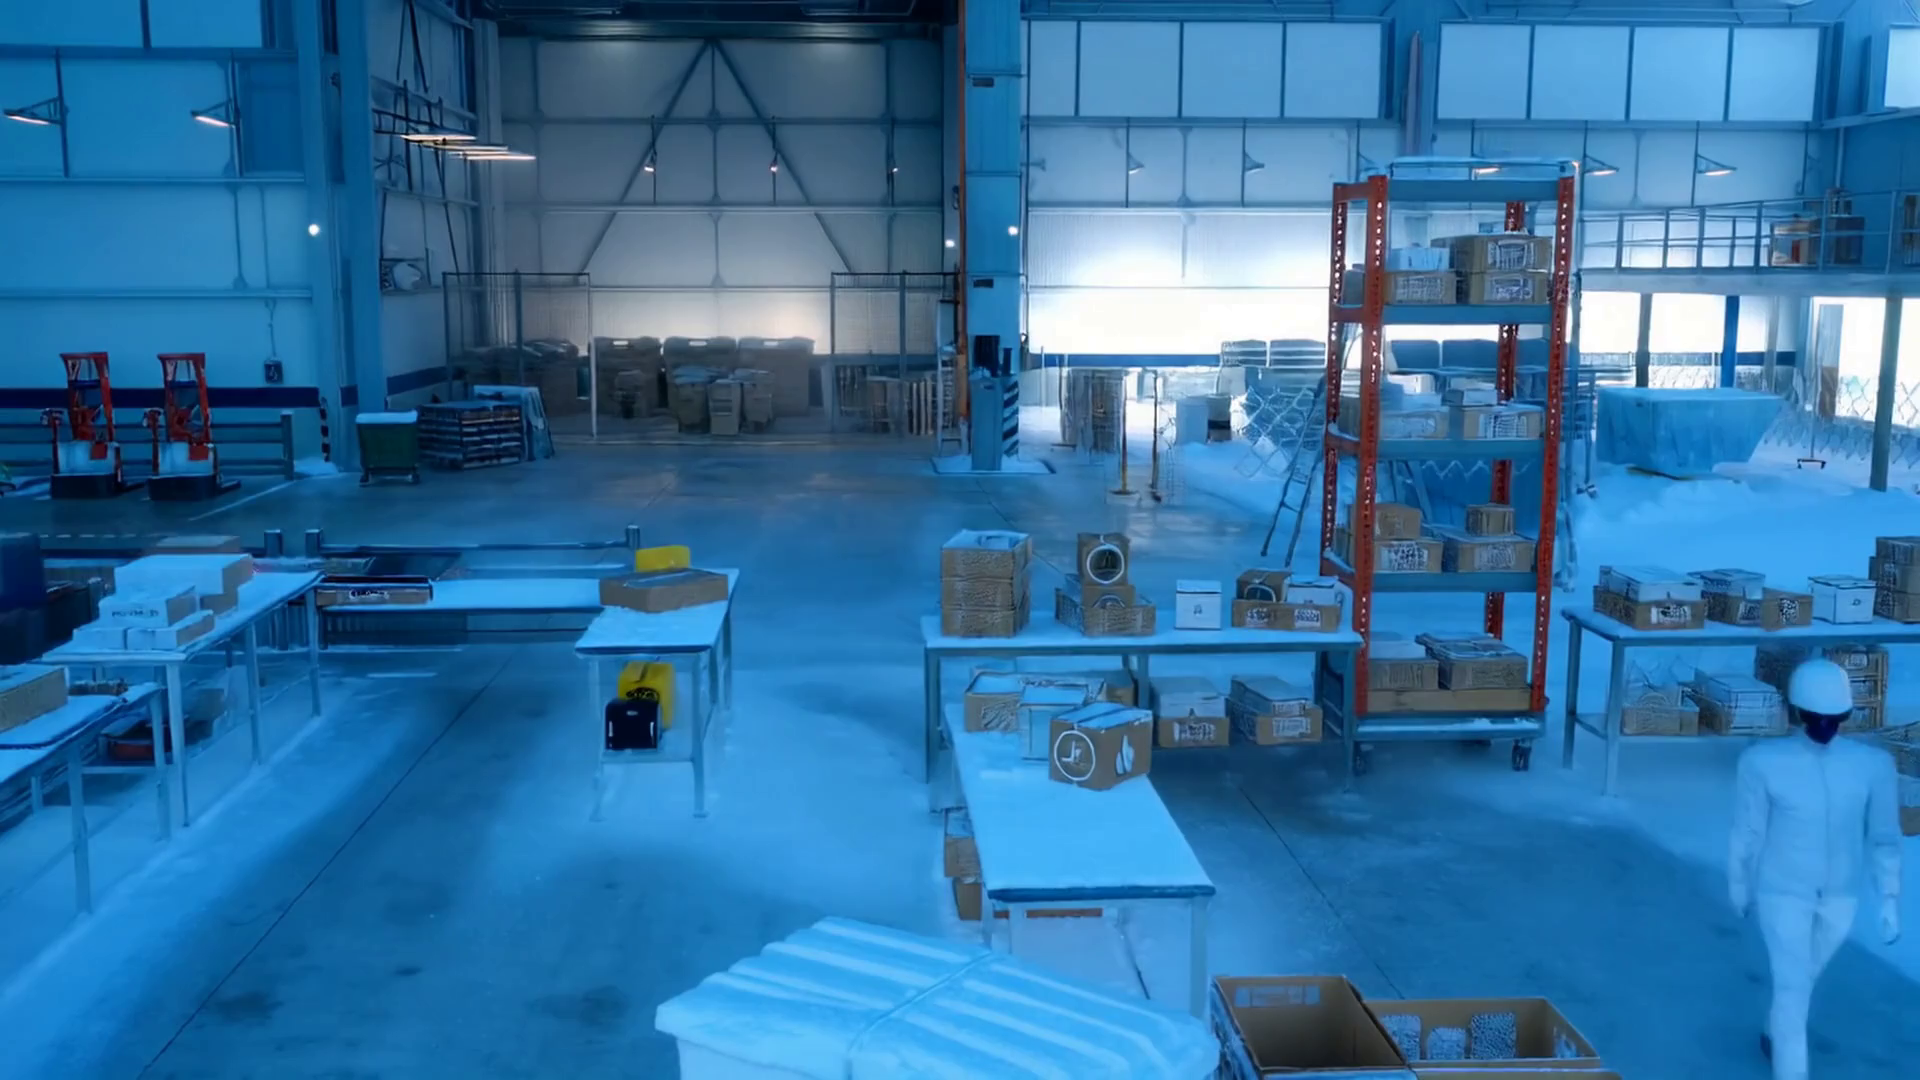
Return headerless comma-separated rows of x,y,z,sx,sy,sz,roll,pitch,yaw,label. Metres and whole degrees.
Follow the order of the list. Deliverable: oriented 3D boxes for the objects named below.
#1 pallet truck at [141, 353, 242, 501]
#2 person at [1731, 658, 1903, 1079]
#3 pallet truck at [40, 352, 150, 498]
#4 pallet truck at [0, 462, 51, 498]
-10.520,-1.604,22.925,0.823,1.965,1.885,-1,9,-6,pallet truck
3.046,1.241,5.976,0.523,1.714,0.952,1,9,9,person
-11.907,-1.642,23.165,0.823,1.965,1.885,0,9,0,pallet truck
-13.193,-1.293,23.148,0.653,1.274,1.630,-1,9,-4,pallet truck
